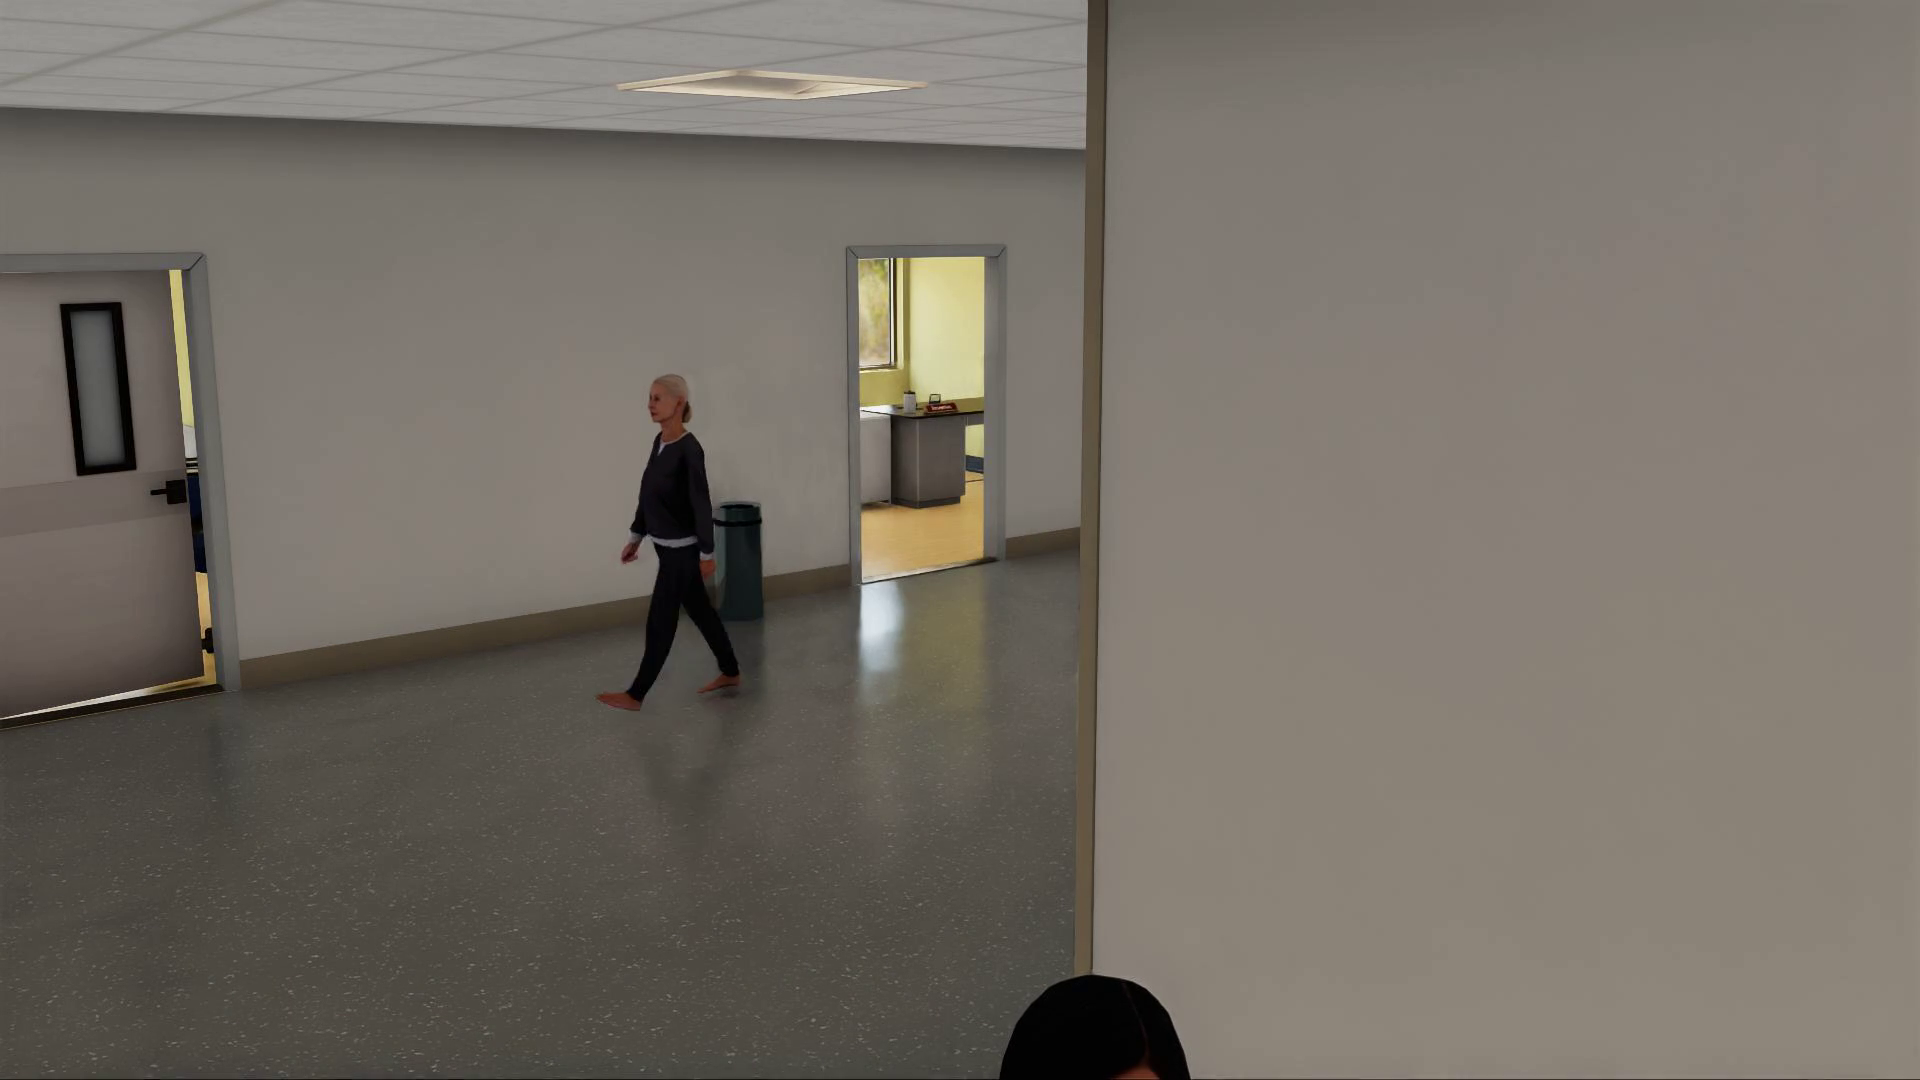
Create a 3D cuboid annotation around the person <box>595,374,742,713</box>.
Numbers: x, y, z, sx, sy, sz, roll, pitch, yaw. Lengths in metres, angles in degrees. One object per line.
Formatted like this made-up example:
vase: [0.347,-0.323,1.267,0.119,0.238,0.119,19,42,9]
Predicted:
person: [-1.360,0.022,8.493,1.118,1.680,0.727,-7,13,-31]
